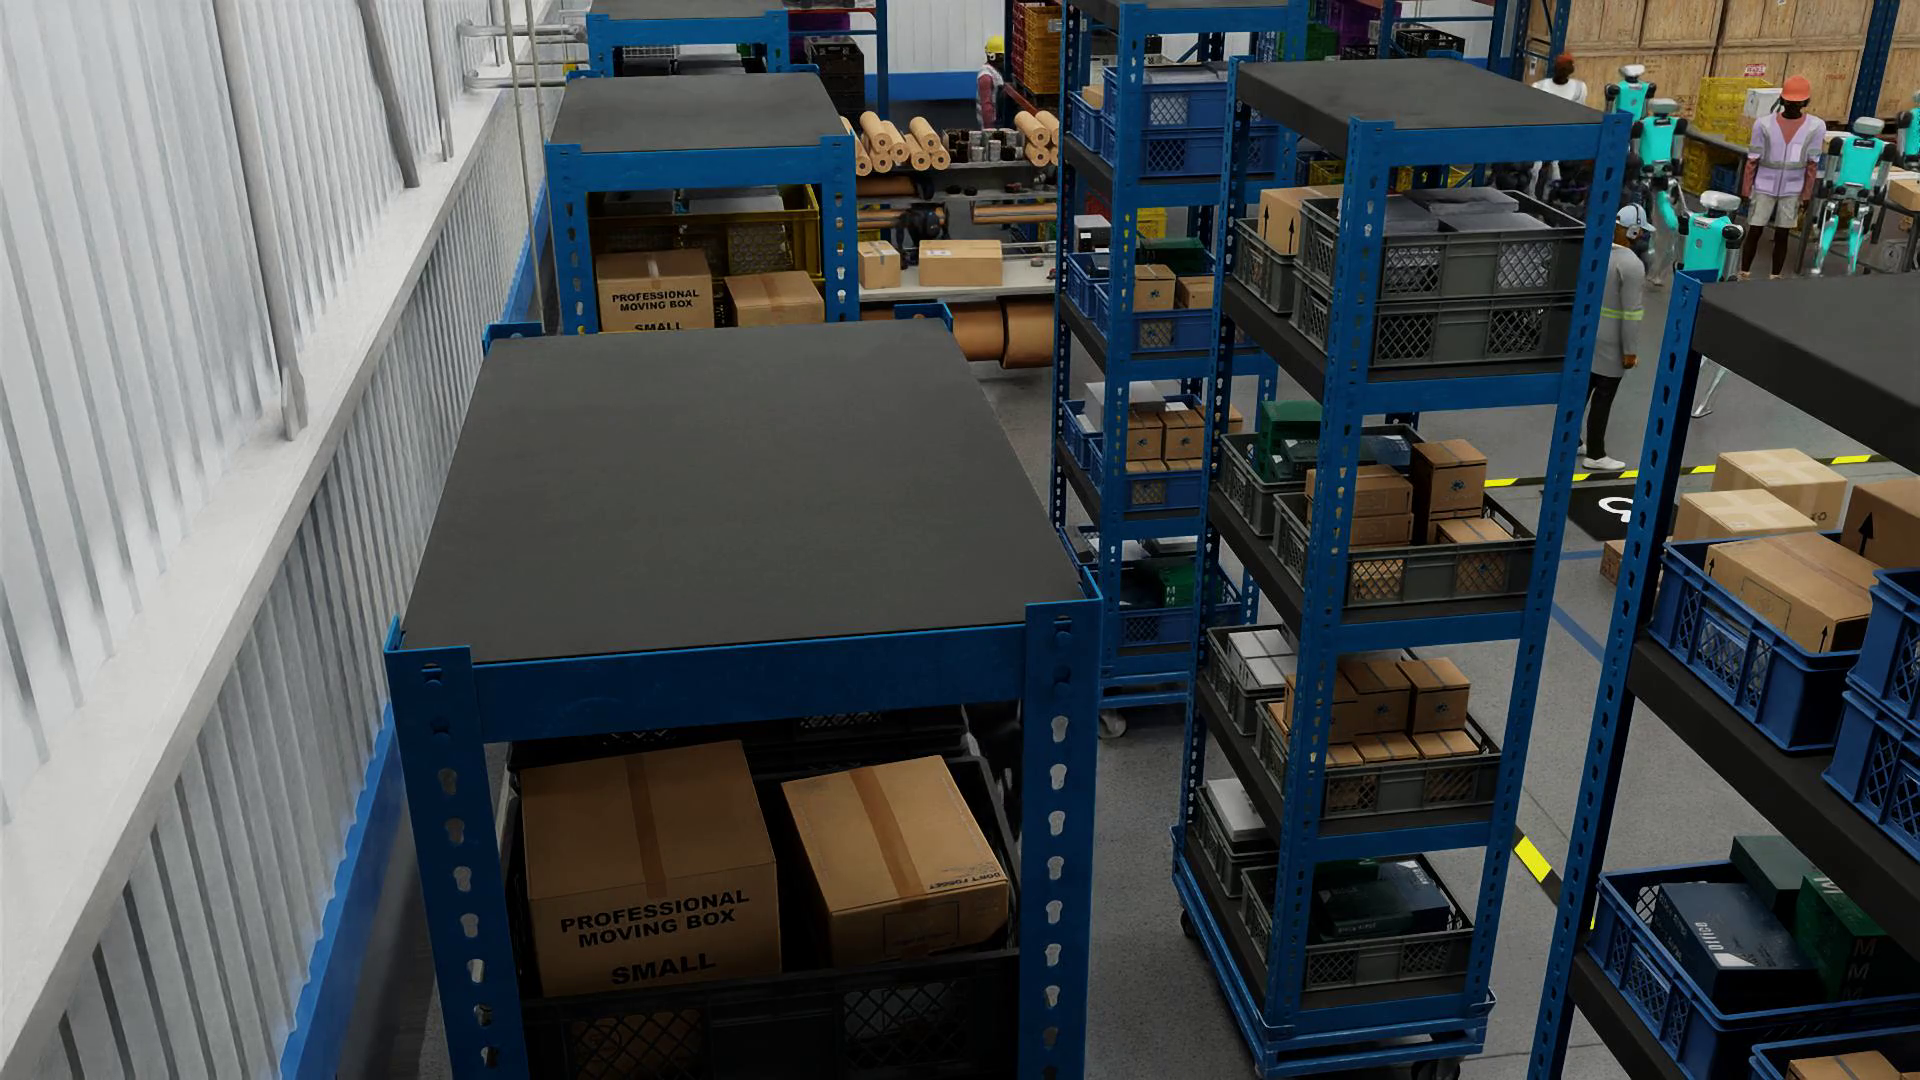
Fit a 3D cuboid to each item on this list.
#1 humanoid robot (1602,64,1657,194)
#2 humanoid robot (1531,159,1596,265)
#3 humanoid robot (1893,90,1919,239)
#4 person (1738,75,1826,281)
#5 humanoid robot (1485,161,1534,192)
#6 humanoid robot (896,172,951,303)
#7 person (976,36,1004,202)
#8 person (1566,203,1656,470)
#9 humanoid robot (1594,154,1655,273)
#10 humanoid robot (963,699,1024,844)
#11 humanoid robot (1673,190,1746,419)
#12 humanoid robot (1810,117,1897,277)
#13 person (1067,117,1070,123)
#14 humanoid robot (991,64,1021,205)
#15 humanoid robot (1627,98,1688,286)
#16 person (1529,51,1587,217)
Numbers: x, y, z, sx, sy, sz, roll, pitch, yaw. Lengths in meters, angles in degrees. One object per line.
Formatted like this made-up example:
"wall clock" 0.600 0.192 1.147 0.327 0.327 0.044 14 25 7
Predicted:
"humanoid robot" 6.907 -4.219 17.746 0.547 1.772 0.921 -3 25 -6
"humanoid robot" 5.593 -3.117 15.388 0.593 1.647 0.365 20 31 37
"humanoid robot" 9.211 -3.337 15.799 0.532 1.741 0.988 -7 26 -15
"person" 7.437 -3.190 15.132 0.598 2.036 0.400 10 27 21
"humanoid robot" 5.530 -3.688 16.640 0.583 1.657 0.362 -18 30 -34
"humanoid robot" -0.287 -2.097 13.163 0.586 1.653 0.352 -21 32 -38
"person" 0.391 -4.741 18.751 0.404 1.824 0.584 7 26 14
"person" 4.477 -1.395 11.442 0.393 1.848 0.587 -6 25 -13
"humanoid robot" 5.489 -2.366 13.797 0.610 1.646 0.466 -10 27 -22
"humanoid robot" 0.142 0.710 7.078 0.390 1.636 0.608 -10 27 -22
"humanoid robot" 5.554 -1.737 12.157 0.735 1.677 0.533 -11 27 -23
"humanoid robot" 7.704 -2.753 14.470 0.540 1.748 0.672 12 27 24
"person" 1.232 -4.380 18.000 0.863 1.801 0.640 -11 27 -22
"humanoid robot" 0.524 -4.339 18.034 0.402 1.656 0.600 -10 26 -20
"humanoid robot" 6.464 -3.100 15.324 0.551 1.808 0.771 -3 25 -6
"person" 6.236 -4.194 17.504 0.644 1.864 0.447 4 25 8
